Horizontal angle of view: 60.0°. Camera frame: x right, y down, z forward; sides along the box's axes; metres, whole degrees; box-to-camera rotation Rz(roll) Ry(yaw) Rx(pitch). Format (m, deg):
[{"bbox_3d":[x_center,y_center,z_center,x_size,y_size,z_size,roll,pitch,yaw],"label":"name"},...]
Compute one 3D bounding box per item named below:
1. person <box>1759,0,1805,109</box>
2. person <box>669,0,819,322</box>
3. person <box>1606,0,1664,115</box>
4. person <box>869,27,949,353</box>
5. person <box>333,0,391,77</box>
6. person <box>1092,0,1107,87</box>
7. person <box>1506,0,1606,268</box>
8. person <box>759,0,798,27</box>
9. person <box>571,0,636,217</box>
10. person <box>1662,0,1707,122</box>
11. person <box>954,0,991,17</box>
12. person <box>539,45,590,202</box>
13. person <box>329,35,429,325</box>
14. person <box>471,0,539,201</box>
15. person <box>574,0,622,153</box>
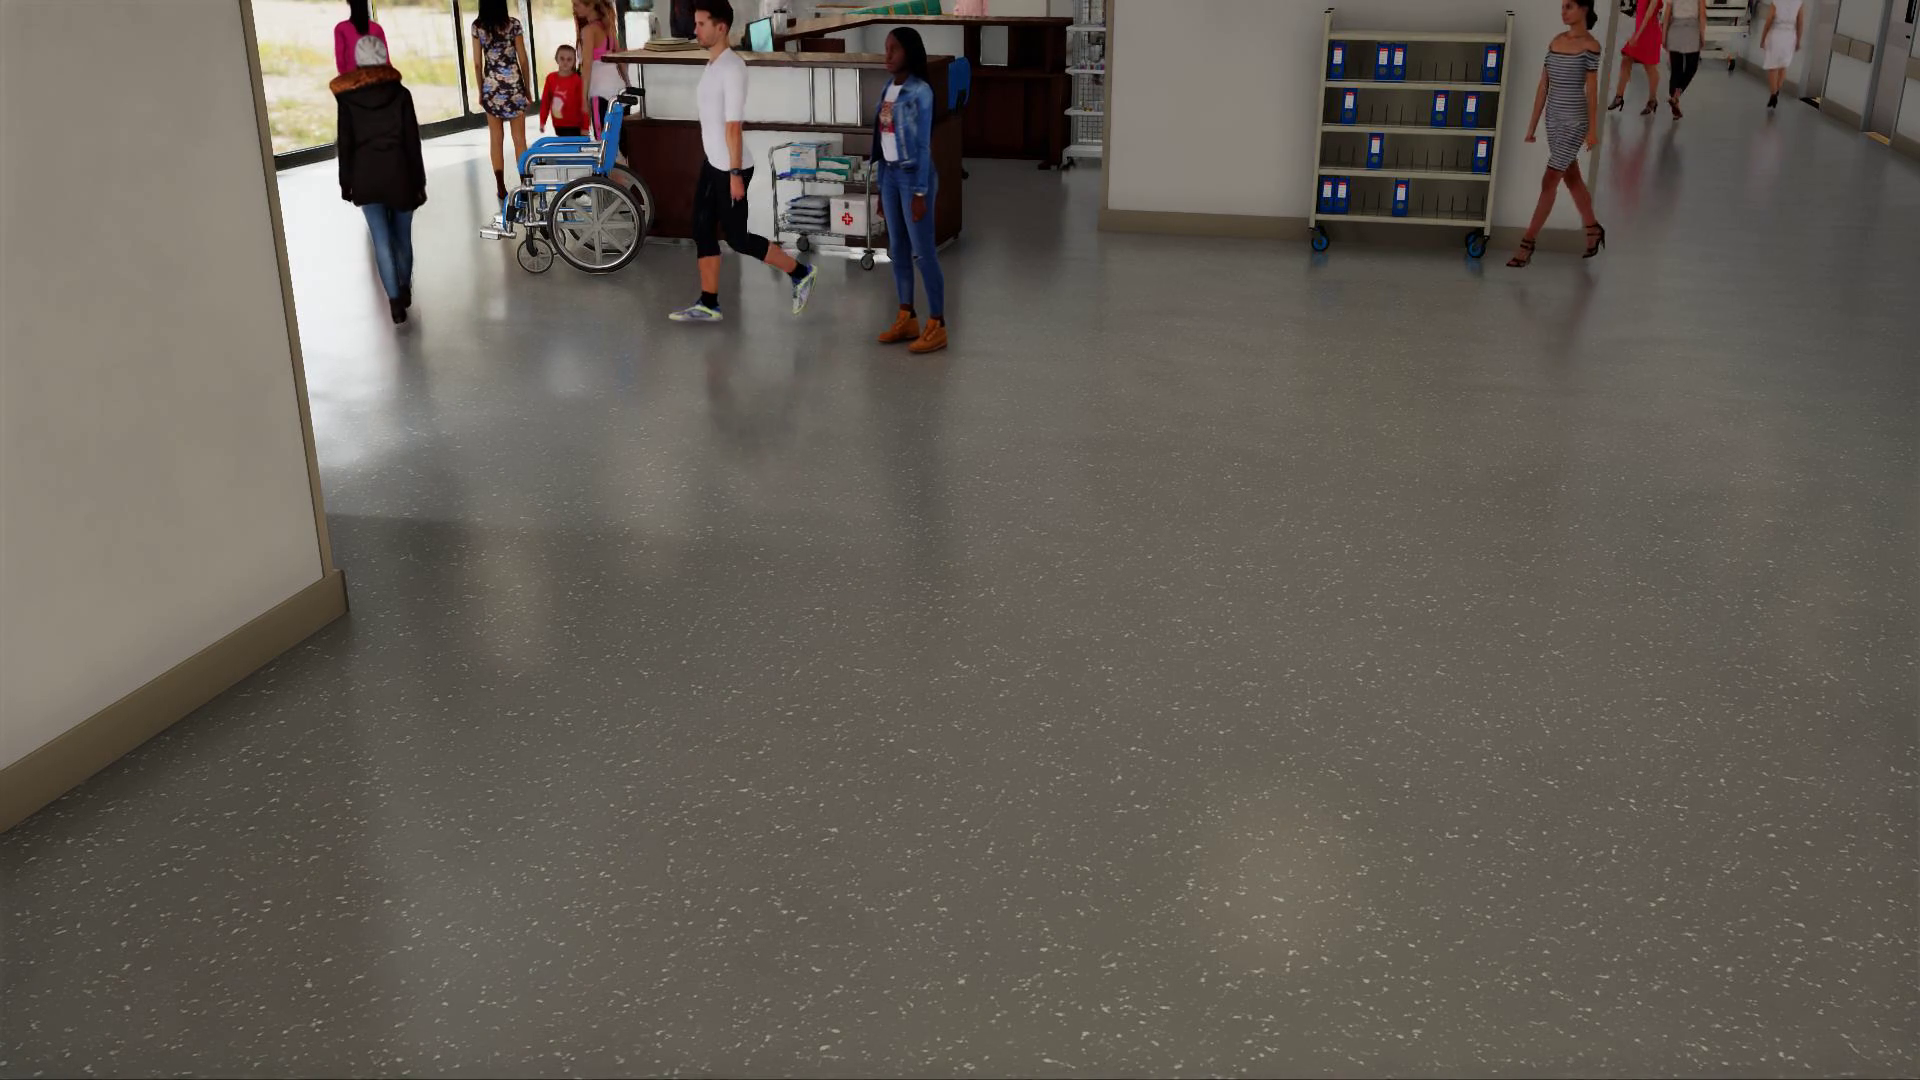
[{"bbox_3d":[9.960,-6.012,20.143,0.753,1.531,0.680,3,21,7],"label":"person"},{"bbox_3d":[-1.234,-2.125,9.466,1.217,1.823,1.070,-7,22,-17],"label":"person"},{"bbox_3d":[8.147,-5.864,19.508,0.897,1.703,0.731,-2,21,-5],"label":"person"},{"bbox_3d":[-0.268,-1.888,9.006,0.751,1.707,0.674,-14,25,-33],"label":"person"},{"bbox_3d":[-5.043,-3.814,14.122,0.801,1.683,0.855,-9,22,-22],"label":"person"},{"bbox_3d":[2.066,-6.899,22.420,1.051,1.576,1.085,-10,23,-25],"label":"person"},{"bbox_3d":[4.103,-2.693,11.037,1.160,1.773,1.014,-8,22,-21],"label":"person"},{"bbox_3d":[-1.855,-4.767,16.461,0.866,1.810,0.783,-17,27,-38],"label":"person"},{"bbox_3d":[-2.665,-3.397,12.922,0.661,1.753,0.835,14,25,33],"label":"person"},{"bbox_3d":[8.151,-5.653,18.808,0.822,1.804,0.851,16,26,36],"label":"person"},{"bbox_3d":[0.149,-6.350,20.697,0.553,1.770,0.744,10,23,25],"label":"person"},{"bbox_3d":[-3.173,-3.360,13.542,0.859,1.246,0.561,6,21,15],"label":"person"},{"bbox_3d":[-3.287,-2.014,9.496,1.065,1.594,1.054,-8,22,-19],"label":"person"},{"bbox_3d":[-3.790,-3.718,13.800,0.577,1.733,0.724,-2,21,-5],"label":"person"},{"bbox_3d":[-3.140,-3.899,14.172,0.992,1.808,0.615,6,21,14],"label":"person"}]
